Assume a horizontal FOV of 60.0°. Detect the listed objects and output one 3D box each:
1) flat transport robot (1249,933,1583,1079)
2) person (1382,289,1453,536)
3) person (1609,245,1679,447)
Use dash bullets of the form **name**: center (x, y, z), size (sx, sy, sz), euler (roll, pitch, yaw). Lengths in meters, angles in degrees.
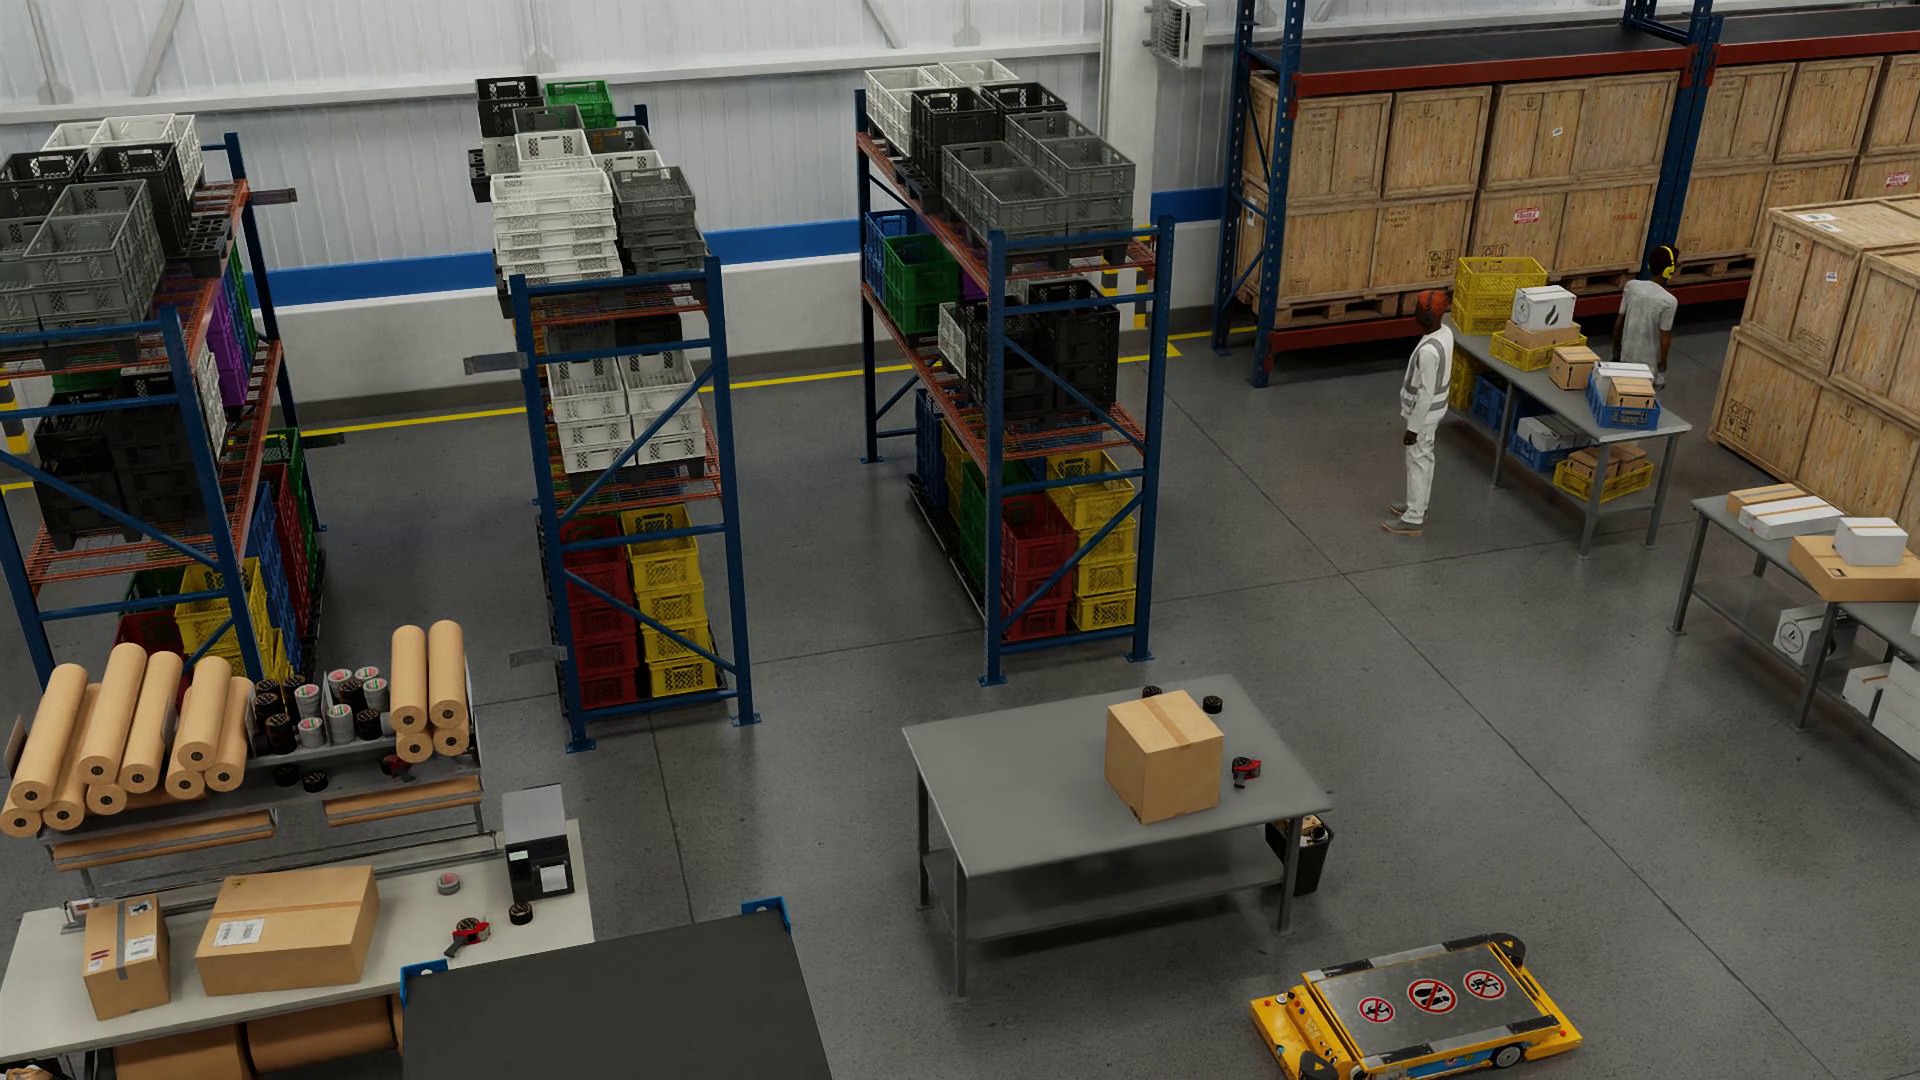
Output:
- **flat transport robot**: center (2.184, 2.282, 7.980), size (1.431, 0.197, 0.652), euler (-8, 30, -14)
- **person**: center (3.379, -0.932, 12.165), size (0.337, 1.882, 0.584), euler (13, 31, 22)
- **person**: center (5.333, -1.409, 13.050), size (0.317, 1.870, 0.523), euler (-15, 32, -25)
